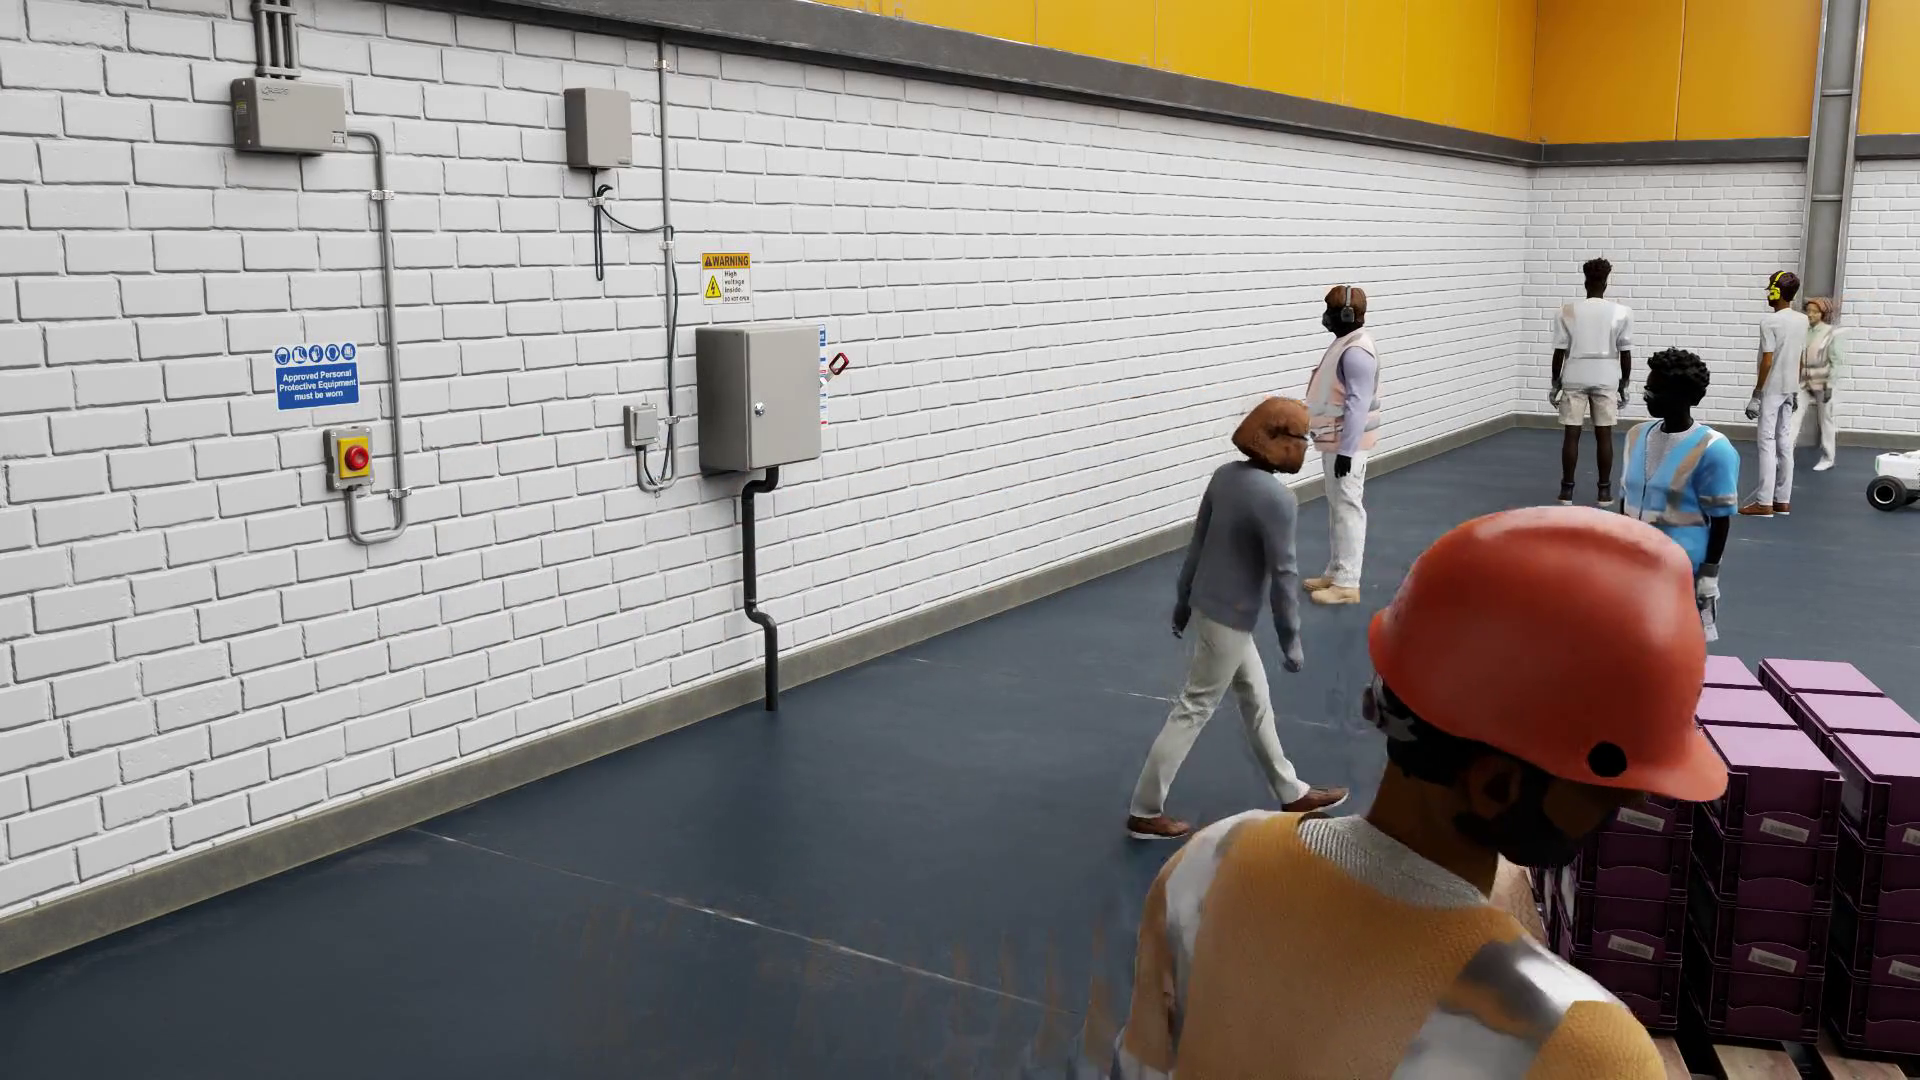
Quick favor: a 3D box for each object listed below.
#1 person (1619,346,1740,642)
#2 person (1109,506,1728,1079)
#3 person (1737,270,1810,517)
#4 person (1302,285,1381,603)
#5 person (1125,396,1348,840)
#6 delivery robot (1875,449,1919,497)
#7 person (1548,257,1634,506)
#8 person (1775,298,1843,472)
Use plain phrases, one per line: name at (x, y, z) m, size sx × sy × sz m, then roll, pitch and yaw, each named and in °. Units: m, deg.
person at (2.735, 0.104, 6.434) m, size 0.321 × 1.699 × 0.536 m, roll -4°, pitch 11°, yaw -22°
person at (0.355, 0.894, 1.527) m, size 0.524 × 1.891 × 0.567 m, roll -5°, pitch 11°, yaw -26°
person at (6.204, -1.108, 12.683) m, size 0.522 × 1.871 × 0.325 m, roll -6°, pitch 12°, yaw -29°
person at (2.215, -0.554, 9.691) m, size 0.429 × 1.845 × 0.621 m, roll 1°, pitch 10°, yaw 7°
person at (0.989, 0.280, 5.799) m, size 0.880 × 1.559 × 0.503 m, roll -2°, pitch 10°, yaw -11°
delivery robot at (7.508, -0.536, 12.872) m, size 0.707 × 0.478 × 0.477 m, roll 11°, pitch 15°, yaw 44°
person at (4.992, -1.246, 13.179) m, size 0.613 × 1.962 × 0.367 m, roll 3°, pitch 11°, yaw 17°
person at (7.659, -1.382, 14.969) m, size 0.906 × 1.584 × 0.527 m, roll -6°, pitch 12°, yaw -32°
